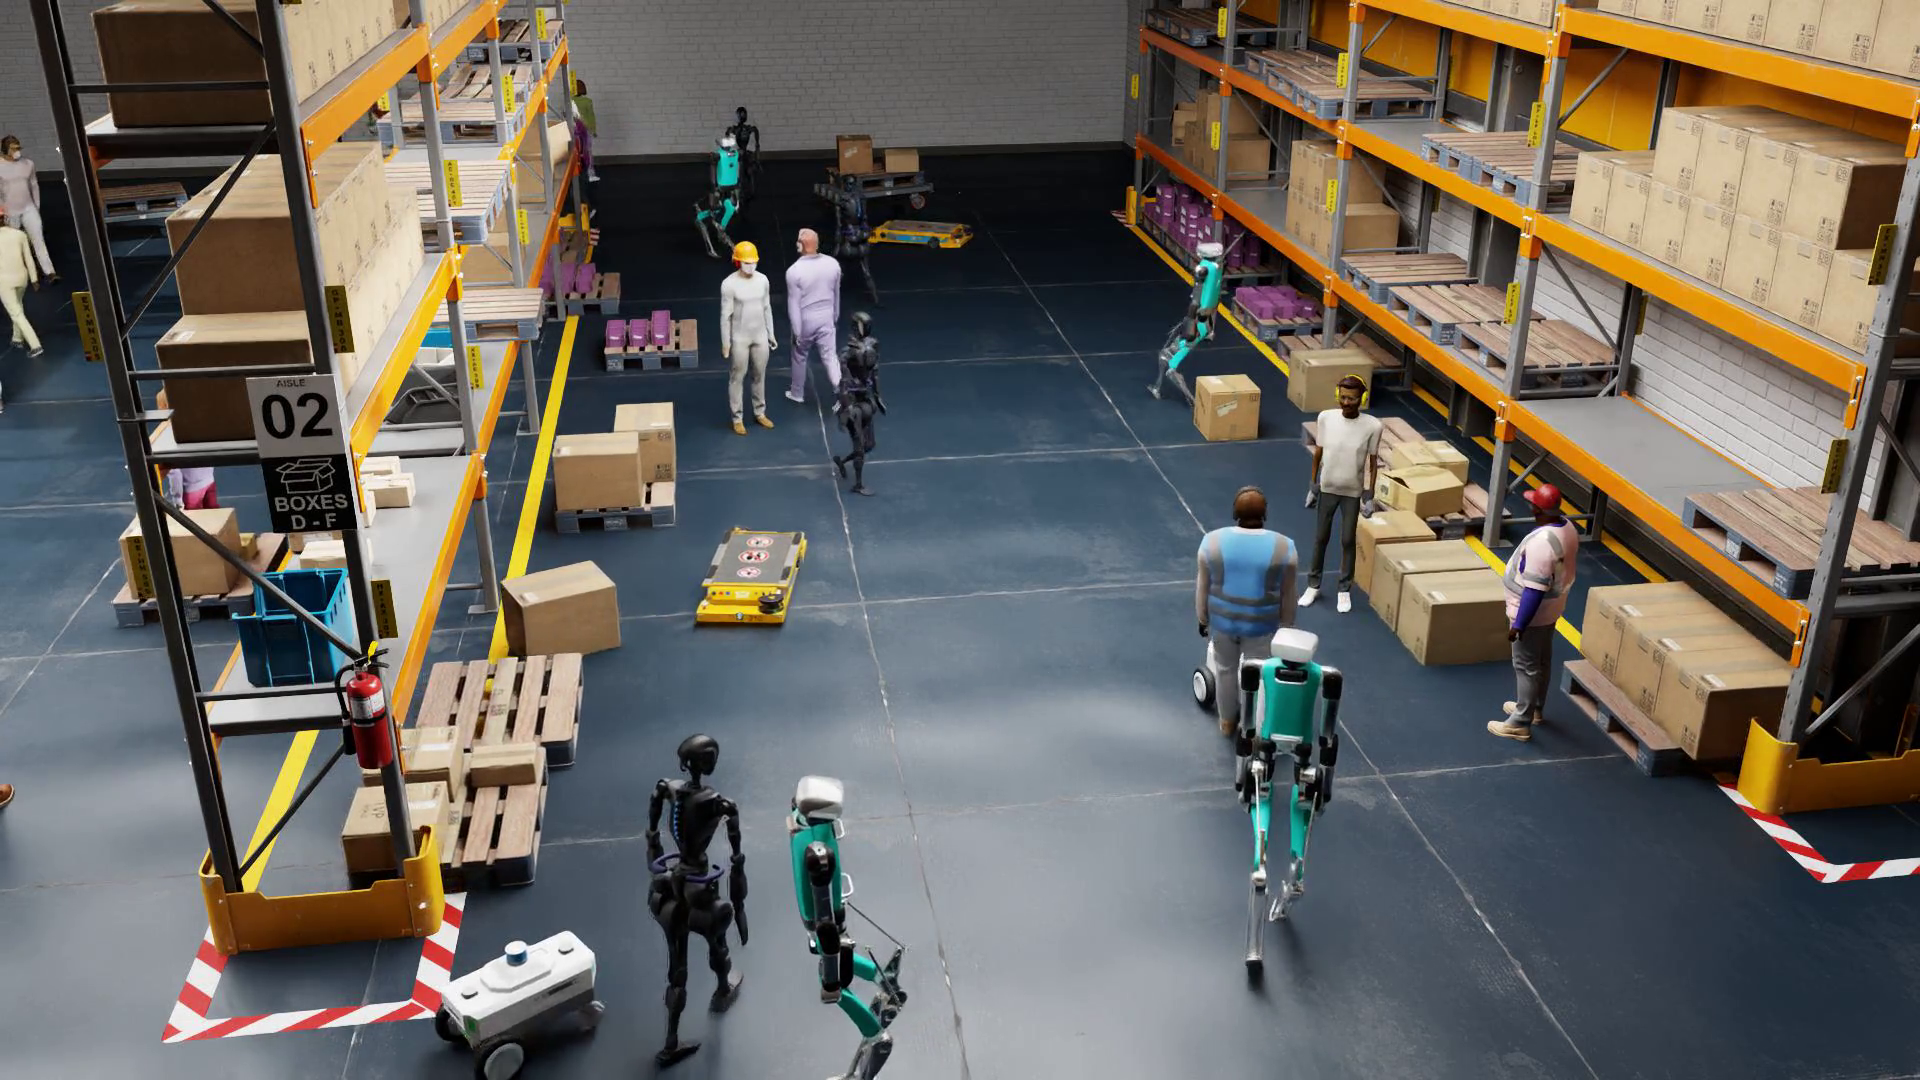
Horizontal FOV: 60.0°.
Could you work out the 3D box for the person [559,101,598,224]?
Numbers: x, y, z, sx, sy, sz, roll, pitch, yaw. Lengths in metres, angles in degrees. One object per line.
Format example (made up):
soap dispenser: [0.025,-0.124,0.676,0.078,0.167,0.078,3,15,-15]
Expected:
person: [-5.556,-5.463,24.194,0.509,1.820,0.562,8,25,17]

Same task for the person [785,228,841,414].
person: [-1.455,-2.201,16.713,0.645,1.863,0.983,-15,28,-31]

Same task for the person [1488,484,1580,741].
person: [3.712,0.460,10.786,0.419,1.750,0.619,17,29,34]

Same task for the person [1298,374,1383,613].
person: [2.862,-0.352,12.488,0.516,1.873,0.331,10,26,21]

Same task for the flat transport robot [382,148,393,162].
flat transport robot: [-8.519,-4.944,24.942,1.431,0.231,0.659,-1,24,-2]

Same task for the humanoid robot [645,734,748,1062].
humanoid robot: [-1.298,1.714,8.086,0.611,1.621,0.734,12,26,25]

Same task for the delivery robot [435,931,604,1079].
delivery robot: [-2.158,2.239,8.186,0.739,0.566,0.499,-19,30,-37]

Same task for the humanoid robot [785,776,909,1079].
humanoid robot: [-0.438,1.873,7.620,0.688,1.825,0.547,-5,24,-12]

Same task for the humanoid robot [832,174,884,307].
humanoid robot: [-1.297,-3.644,20.285,0.775,1.626,0.593,18,29,35]

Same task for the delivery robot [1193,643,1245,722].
delivery robot: [1.924,0.956,11.160,0.499,0.607,0.808,-7,25,-15]

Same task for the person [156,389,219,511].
person: [-5.946,-0.403,12.909,0.283,1.628,0.503,4,24,9]

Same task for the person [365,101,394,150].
person: [-9.121,-6.495,26.569,0.795,1.807,0.646,-8,25,-18]

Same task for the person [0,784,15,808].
person: [-6.111,0.747,9.834,0.621,1.990,0.389,-2,24,-6]

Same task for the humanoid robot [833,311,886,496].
humanoid robot: [-0.953,-1.239,14.765,0.535,1.642,0.613,16,28,32]

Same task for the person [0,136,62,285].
person: [-12.027,-4.217,21.296,1.061,1.878,0.645,19,30,36]

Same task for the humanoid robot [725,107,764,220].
humanoid robot: [-3.237,-5.597,24.675,0.603,1.642,0.430,-12,26,-25]

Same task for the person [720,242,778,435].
person: [-2.049,-1.966,16.137,0.582,1.893,0.378,-16,28,-31]

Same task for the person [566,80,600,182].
person: [-6.193,-6.705,27.253,0.503,1.631,0.279,6,24,14]

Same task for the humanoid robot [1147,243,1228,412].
humanoid robot: [2.196,-2.167,16.854,0.930,1.791,0.553,17,29,33]

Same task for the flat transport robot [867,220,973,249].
flat transport robot: [-0.589,-4.330,23.542,1.431,0.231,0.659,6,25,14]

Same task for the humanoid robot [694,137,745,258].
humanoid robot: [-3.207,-4.515,22.117,1.021,1.715,0.548,21,31,39]

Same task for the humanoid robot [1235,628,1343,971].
humanoid robot: [1.649,1.433,8.620,0.538,1.768,0.973,6,24,13]

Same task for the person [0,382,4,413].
person: [-9.974,-2.217,16.636,0.489,1.955,0.417,-4,24,-9]

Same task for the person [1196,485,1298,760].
person: [1.802,0.525,10.555,0.640,1.816,0.732,6,25,14]

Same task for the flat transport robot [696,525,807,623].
flat transport robot: [-1.619,0.262,13.080,0.659,0.231,1.431,1,24,2]

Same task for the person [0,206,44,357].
person: [-10.574,-2.905,18.510,0.861,1.704,0.568,12,26,26]
